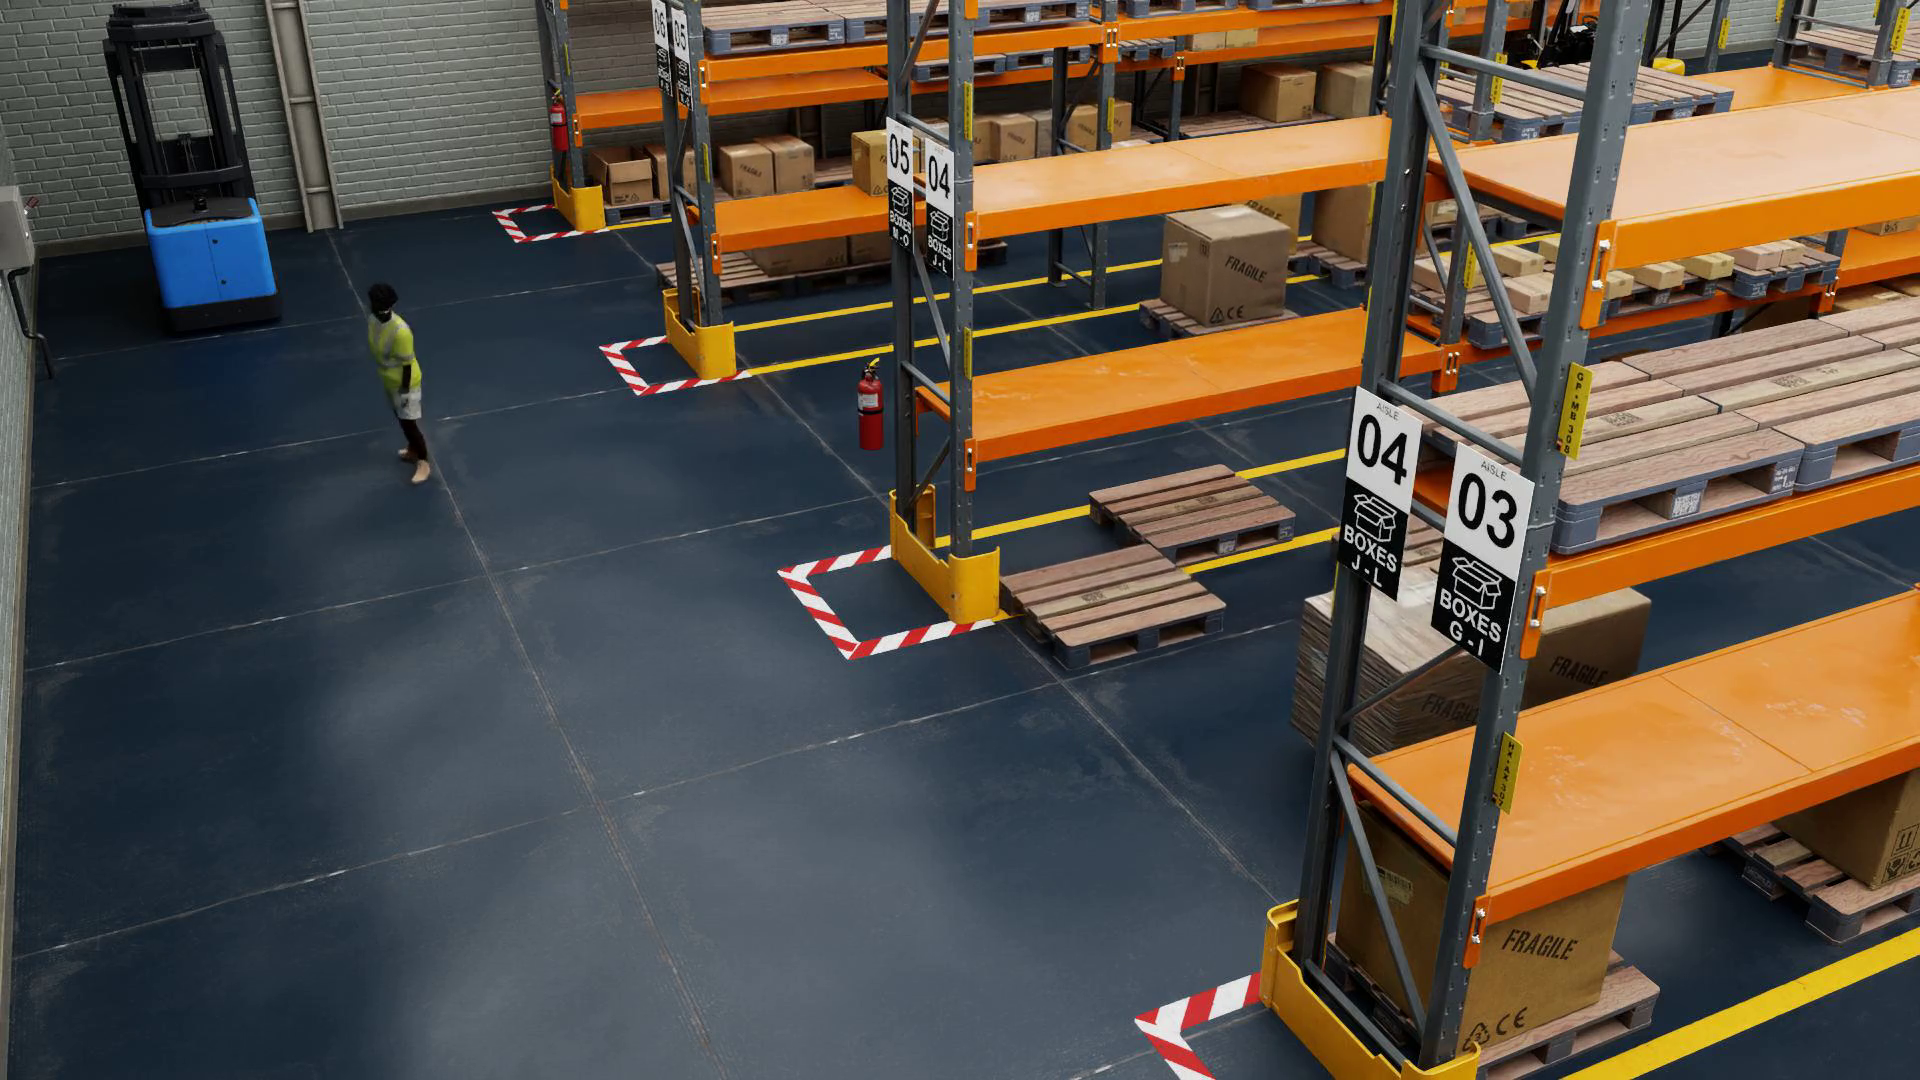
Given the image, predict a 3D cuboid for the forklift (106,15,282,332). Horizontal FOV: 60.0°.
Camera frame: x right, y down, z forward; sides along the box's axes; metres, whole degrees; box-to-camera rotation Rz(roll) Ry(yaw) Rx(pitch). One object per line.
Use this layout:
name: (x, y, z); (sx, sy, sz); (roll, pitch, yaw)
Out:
forklift: (-7.548, -3.672, 16.323); (1.129, 2.768, 1.873); (-12, 30, -22)

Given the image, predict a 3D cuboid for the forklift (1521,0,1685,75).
forklift: (8.950, -6.807, 23.056); (1.214, 2.155, 2.313); (-12, 30, -22)

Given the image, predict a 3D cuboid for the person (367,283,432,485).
person: (-4.400, -1.264, 13.000); (0.364, 1.661, 0.687); (-21, 34, -34)
